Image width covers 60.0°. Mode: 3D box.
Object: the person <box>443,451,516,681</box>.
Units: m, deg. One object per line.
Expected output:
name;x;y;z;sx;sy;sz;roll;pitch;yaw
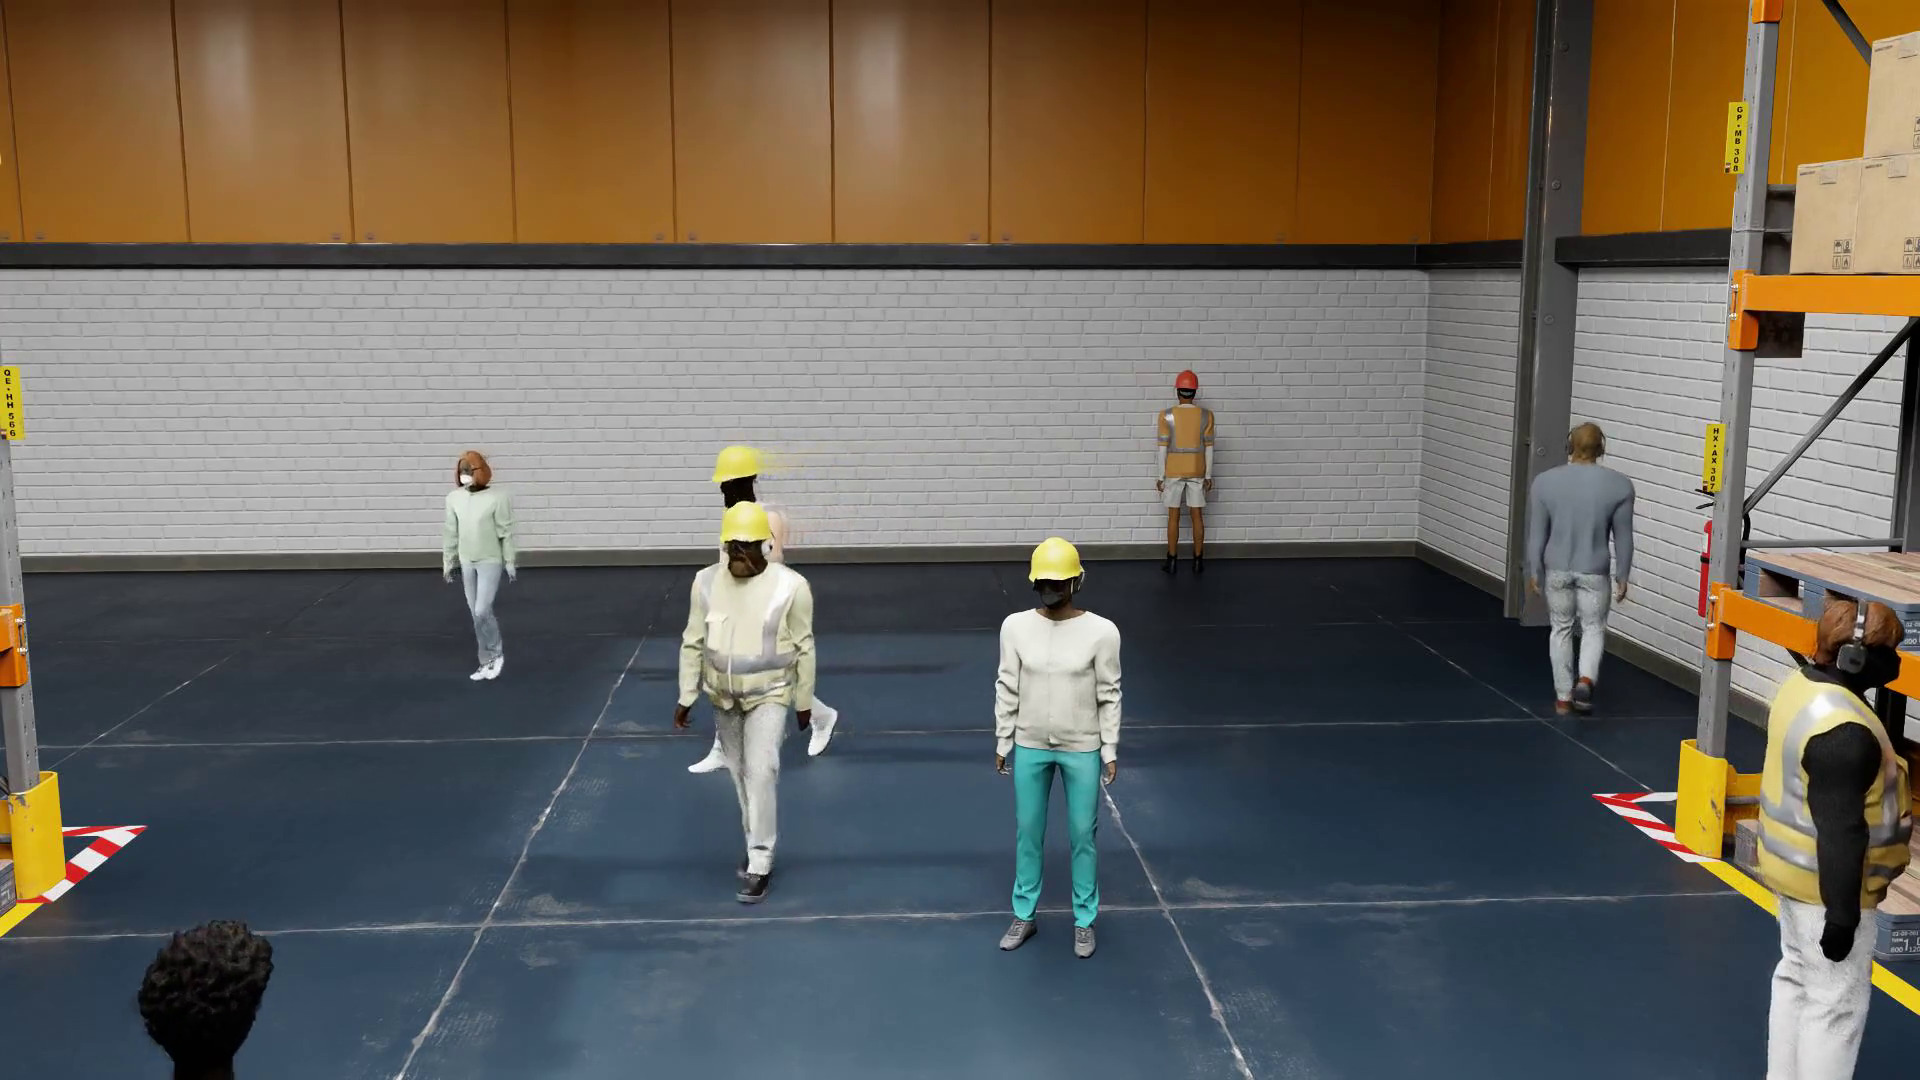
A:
person;-3.361;0.187;11.579;0.532;1.617;0.386;3;10;20

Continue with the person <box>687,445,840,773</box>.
person;-1.129;0.384;9.547;0.856;1.892;0.587;-6;11;-35

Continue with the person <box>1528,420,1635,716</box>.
person;3.932;0.202;10.581;0.630;1.922;0.598;4;10;21

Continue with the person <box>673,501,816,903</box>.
person;-1.018;0.731;7.610;0.599;1.804;0.757;3;10;19

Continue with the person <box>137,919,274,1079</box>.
person;-1.355;1.514;3.073;0.551;1.677;0.377;-2;9;-12

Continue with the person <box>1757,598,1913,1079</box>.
person;2.767;1.084;5.289;0.430;1.836;0.645;3;9;16

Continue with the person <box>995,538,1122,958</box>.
person;0.399;0.862;6.906;0.533;1.767;0.323;3;9;16

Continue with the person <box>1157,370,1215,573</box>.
person;2.138;-0.645;15.830;0.547;1.938;0.359;0;9;-2
